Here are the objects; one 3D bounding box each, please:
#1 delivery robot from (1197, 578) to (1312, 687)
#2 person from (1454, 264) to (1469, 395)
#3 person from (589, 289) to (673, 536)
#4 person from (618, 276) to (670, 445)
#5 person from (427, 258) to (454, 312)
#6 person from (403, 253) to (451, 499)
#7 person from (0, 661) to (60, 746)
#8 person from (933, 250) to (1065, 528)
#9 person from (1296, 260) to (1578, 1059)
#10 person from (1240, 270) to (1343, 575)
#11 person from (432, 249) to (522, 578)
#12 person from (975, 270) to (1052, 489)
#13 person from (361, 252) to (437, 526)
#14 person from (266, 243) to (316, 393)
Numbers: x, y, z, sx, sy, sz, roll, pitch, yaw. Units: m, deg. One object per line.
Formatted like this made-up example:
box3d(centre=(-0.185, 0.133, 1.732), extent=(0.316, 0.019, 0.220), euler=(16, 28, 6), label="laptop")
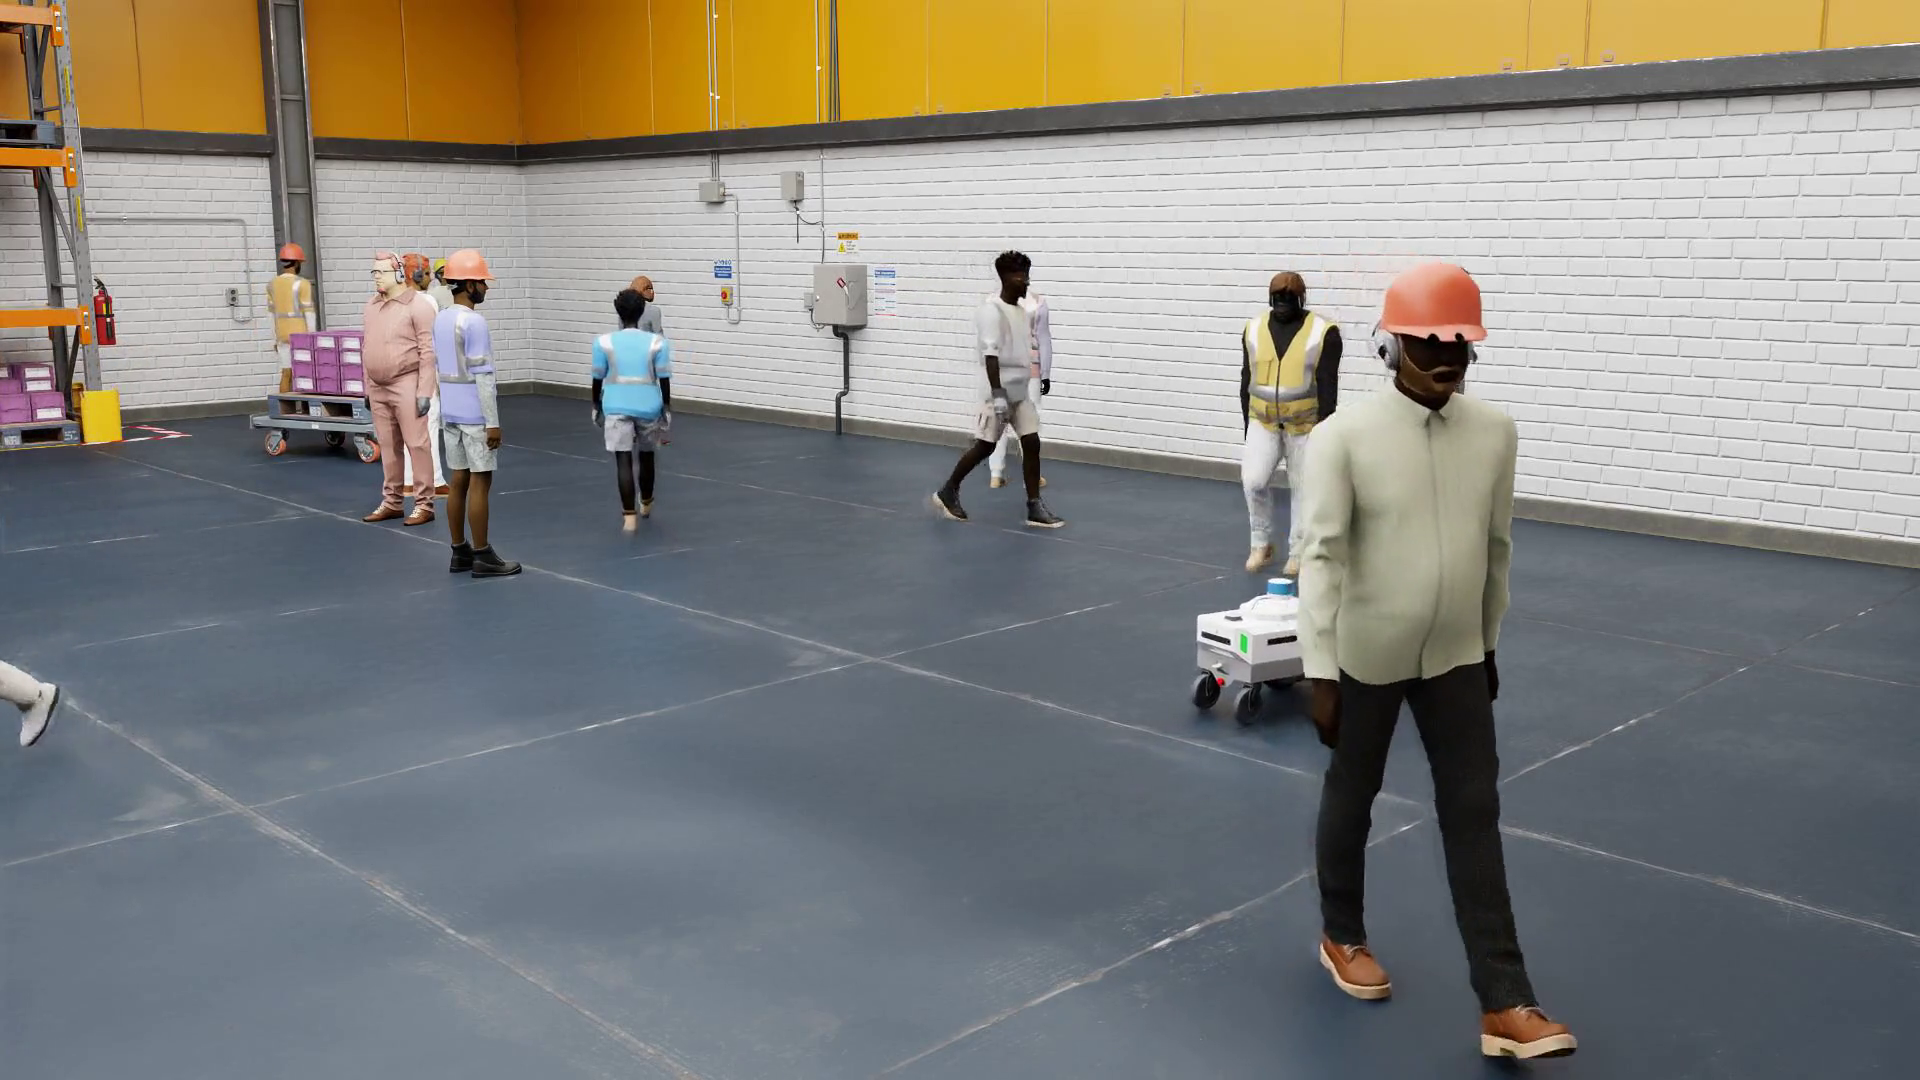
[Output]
box3d(centre=(1.354, 0.408, 7.096), extent=(0.707, 0.478, 0.477), euler=(-7, 13, -32), label="delivery robot")
box3d(centre=(2.519, -0.515, 8.822), extent=(0.317, 1.869, 0.532), euler=(-3, 11, -17), label="person")
box3d(centre=(-2.269, -0.895, 11.475), extent=(0.552, 1.644, 0.897), euler=(-3, 11, -16), label="person")
box3d(centre=(-3.057, -1.727, 16.068), extent=(0.507, 1.633, 0.276), euler=(5, 11, 25), label="person")
box3d(centre=(-5.855, -2.328, 19.014), extent=(0.328, 1.759, 0.524), euler=(9, 14, 40), label="person")
box3d(centre=(-4.169, -1.257, 12.824), extent=(0.572, 1.886, 0.354), euler=(6, 12, 30), label="person")
box3d(centre=(-3.817, 0.077, 6.264), extent=(0.526, 1.626, 0.518), euler=(-10, 14, -43), label="person")
box3d(centre=(0.257, -1.053, 11.608), extent=(0.937, 1.933, 0.609), euler=(7, 12, 32), label="person")
box3d(centre=(1.153, 0.306, 4.109), extent=(0.662, 1.948, 0.971), euler=(-3, 11, -14), label="person")
box3d(centre=(1.948, -0.682, 9.894), extent=(0.624, 1.821, 0.506), euler=(5, 12, 26), label="person")
box3d(centre=(-2.892, -0.744, 9.880), extent=(0.355, 1.938, 0.545), euler=(-10, 14, -44), label="person")
box3d(centre=(0.442, -1.322, 13.299), extent=(0.625, 1.844, 0.429), euler=(4, 11, 19), label="person")
box3d(centre=(-3.953, -1.055, 11.663), extent=(0.641, 1.909, 0.409), euler=(5, 12, 27), label="person")
box3d(centre=(-7.013, -2.154, 17.577), extent=(0.551, 1.933, 0.378), euler=(3, 11, 16), label="person")
